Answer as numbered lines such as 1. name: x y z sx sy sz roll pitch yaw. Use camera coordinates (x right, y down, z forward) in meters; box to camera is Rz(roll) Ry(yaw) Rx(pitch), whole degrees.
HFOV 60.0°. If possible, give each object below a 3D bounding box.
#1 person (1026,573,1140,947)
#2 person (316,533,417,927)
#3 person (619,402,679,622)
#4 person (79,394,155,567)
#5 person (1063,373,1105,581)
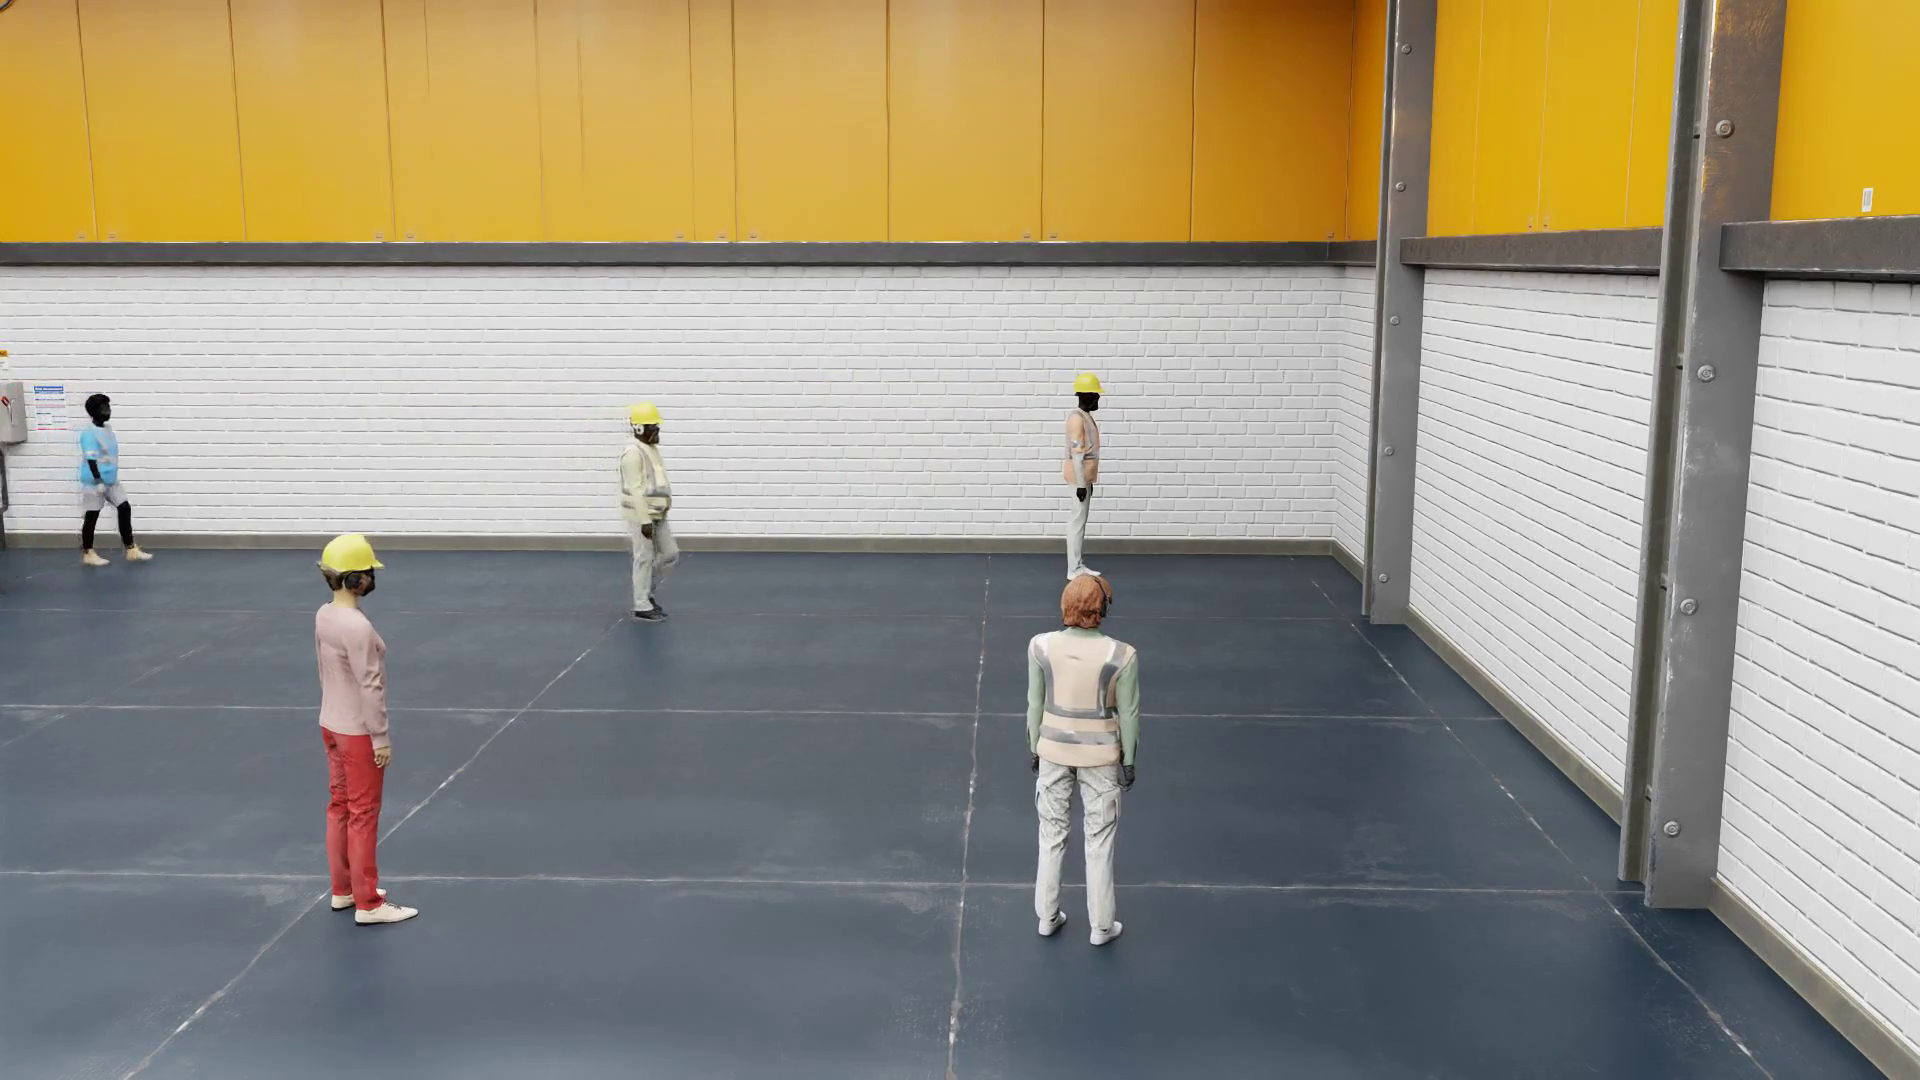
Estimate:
1. person: 0.529 0.956 7.250 0.509 1.629 0.314 3 10 19
2. person: -2.700 0.847 7.488 0.319 1.767 0.531 -9 13 -41
3. person: -2.543 -0.218 13.570 0.428 1.817 0.596 2 10 12
4. person: -8.164 -0.567 16.013 0.727 1.665 0.555 0 10 -2
5. person: 1.144 -0.576 15.343 0.369 1.928 0.586 2 10 9
